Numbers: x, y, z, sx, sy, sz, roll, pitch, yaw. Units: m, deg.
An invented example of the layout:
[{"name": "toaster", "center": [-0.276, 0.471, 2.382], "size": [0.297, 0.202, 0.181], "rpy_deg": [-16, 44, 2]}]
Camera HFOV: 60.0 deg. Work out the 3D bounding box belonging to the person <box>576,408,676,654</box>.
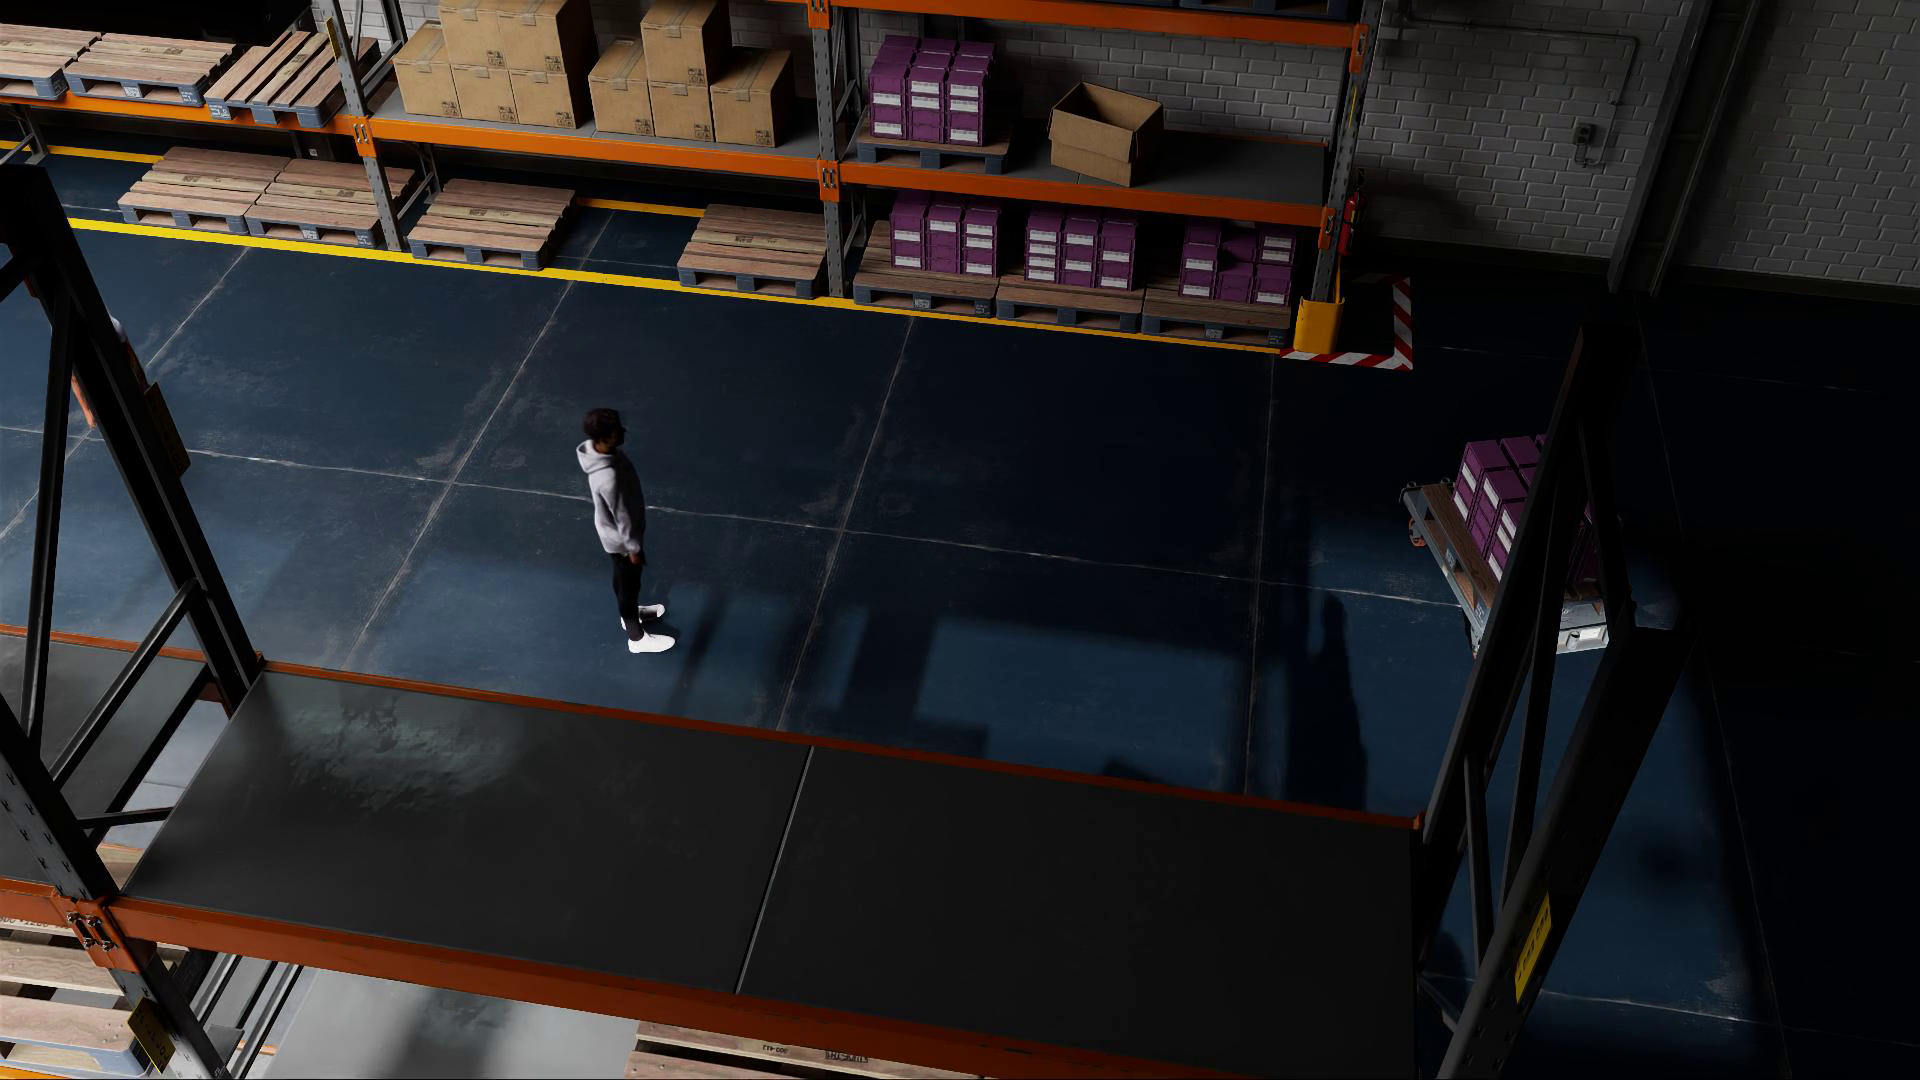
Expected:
[{"name": "person", "center": [-2.182, -0.065, 10.672], "size": [0.780, 1.930, 0.776], "rpy_deg": [-14, 45, -14]}]
